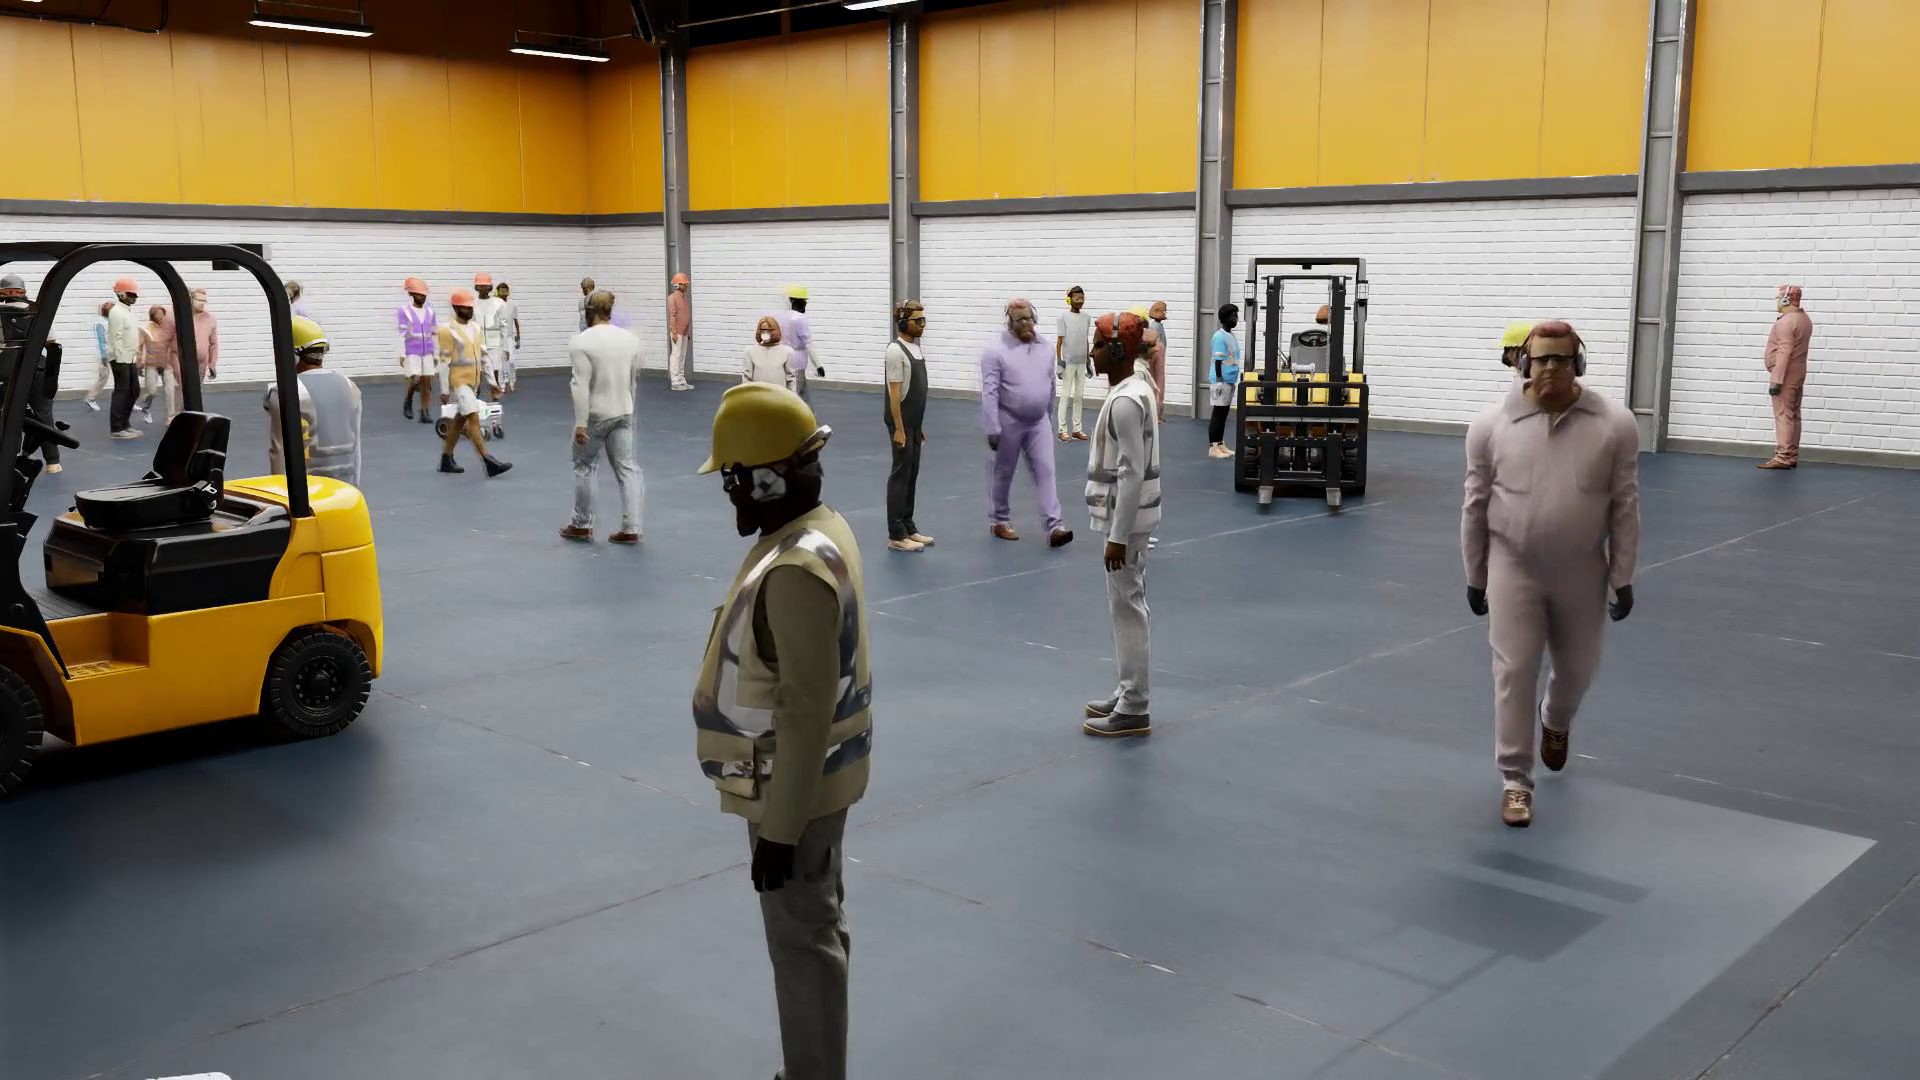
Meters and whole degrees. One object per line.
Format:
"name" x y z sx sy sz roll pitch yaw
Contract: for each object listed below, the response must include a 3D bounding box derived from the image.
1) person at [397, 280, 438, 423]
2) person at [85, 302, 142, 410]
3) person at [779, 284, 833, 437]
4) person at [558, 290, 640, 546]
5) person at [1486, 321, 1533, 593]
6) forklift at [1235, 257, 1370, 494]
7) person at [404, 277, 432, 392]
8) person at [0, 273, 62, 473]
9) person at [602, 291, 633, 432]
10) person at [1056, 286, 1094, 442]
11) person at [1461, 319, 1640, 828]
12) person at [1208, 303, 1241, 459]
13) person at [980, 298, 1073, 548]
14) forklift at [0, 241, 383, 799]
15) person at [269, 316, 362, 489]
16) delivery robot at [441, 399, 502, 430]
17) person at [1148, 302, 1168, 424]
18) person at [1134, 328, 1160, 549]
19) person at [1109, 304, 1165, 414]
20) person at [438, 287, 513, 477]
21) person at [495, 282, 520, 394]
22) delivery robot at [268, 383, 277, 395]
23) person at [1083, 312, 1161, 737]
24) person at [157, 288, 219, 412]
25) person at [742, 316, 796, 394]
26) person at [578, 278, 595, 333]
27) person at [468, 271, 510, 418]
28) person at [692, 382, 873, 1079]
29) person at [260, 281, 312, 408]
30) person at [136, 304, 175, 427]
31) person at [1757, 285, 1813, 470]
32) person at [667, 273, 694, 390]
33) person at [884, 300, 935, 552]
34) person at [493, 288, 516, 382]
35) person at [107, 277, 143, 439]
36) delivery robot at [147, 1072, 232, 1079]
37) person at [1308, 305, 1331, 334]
"person" -7.260 -2.516 22.289 0.575 1.923 0.476 -9 13 -44
"person" -12.447 -2.684 24.306 0.829 1.603 0.527 2 9 11
"person" -1.921 -2.134 20.077 0.860 1.885 0.593 -5 10 -26
"person" -2.749 -0.917 12.550 0.878 1.903 0.662 8 12 39
"person" 3.622 -0.502 10.507 0.578 1.751 0.522 4 10 22
"forklift" 3.309 -1.629 16.029 1.214 2.155 2.313 2 9 11
"person" -9.191 -3.468 28.118 0.366 1.930 0.542 4 10 21
"person" -9.475 -1.677 16.794 0.673 2.000 0.535 -5 11 -28
"person" -4.540 -2.277 21.245 0.951 1.789 0.567 5 10 28
"person" 1.390 -2.121 20.042 0.538 1.869 0.312 -6 11 -34
"person" 2.251 0.094 6.402 0.642 1.888 0.766 2 9 12
"person" 2.899 -1.737 18.205 0.317 1.697 0.540 4 10 26
"person" 0.476 -0.864 12.403 0.665 1.846 1.023 -4 10 -24
"forklift" -3.706 -0.171 7.093 1.214 2.155 2.313 9 13 43
"person" -3.438 -0.275 8.864 0.403 1.823 0.590 4 10 24
"delivery robot" -5.946 -1.546 20.248 0.707 0.478 0.477 3 10 20
"person" 2.654 -2.375 22.315 0.280 1.634 0.498 1 9 8
"person" 1.332 -0.752 12.375 0.317 1.638 0.520 1 9 9
"person" 1.656 -1.326 15.540 0.532 1.754 0.588 0 9 3
"person" -4.924 -1.580 16.681 0.996 1.884 0.547 4 10 21
"person" -7.529 -3.314 27.428 0.531 1.845 0.574 -3 10 -17
"delivery robot" -9.784 -2.211 24.326 0.477 0.478 0.707 2 9 13
"person" 0.723 -0.067 7.399 0.337 1.882 0.584 1 9 8
"person" -9.431 -2.153 20.377 0.838 1.862 0.669 6 11 32
"person" -1.787 -1.280 15.603 0.507 1.631 0.273 0 9 -2
"person" -5.789 -3.148 26.143 0.372 1.934 0.627 4 10 22
"person" -6.600 -2.689 23.062 0.687 2.033 0.416 -2 10 -14
"person" -0.401 0.552 3.797 0.403 1.822 0.588 0 9 -2
"person" -9.687 -2.787 24.065 0.989 1.893 0.637 -7 11 -35
"person" -10.483 -2.269 21.698 0.484 1.618 0.553 8 12 42
"person" 8.537 -1.682 17.235 0.399 1.908 0.643 9 13 44
"person" -4.789 -3.565 28.505 0.378 1.996 0.611 2 10 14
"person" -0.381 -0.839 12.256 0.338 1.845 0.514 3 10 15
"person" -8.418 -3.761 30.485 0.490 1.741 0.323 3 10 16
"person" -10.195 -2.218 20.336 0.471 1.973 0.625 -2 10 -13
"delivery robot" -1.561 1.253 3.084 0.477 0.478 0.707 -2 9 -14
"person" 4.559 -2.140 20.903 0.520 1.620 0.348 8 12 39
